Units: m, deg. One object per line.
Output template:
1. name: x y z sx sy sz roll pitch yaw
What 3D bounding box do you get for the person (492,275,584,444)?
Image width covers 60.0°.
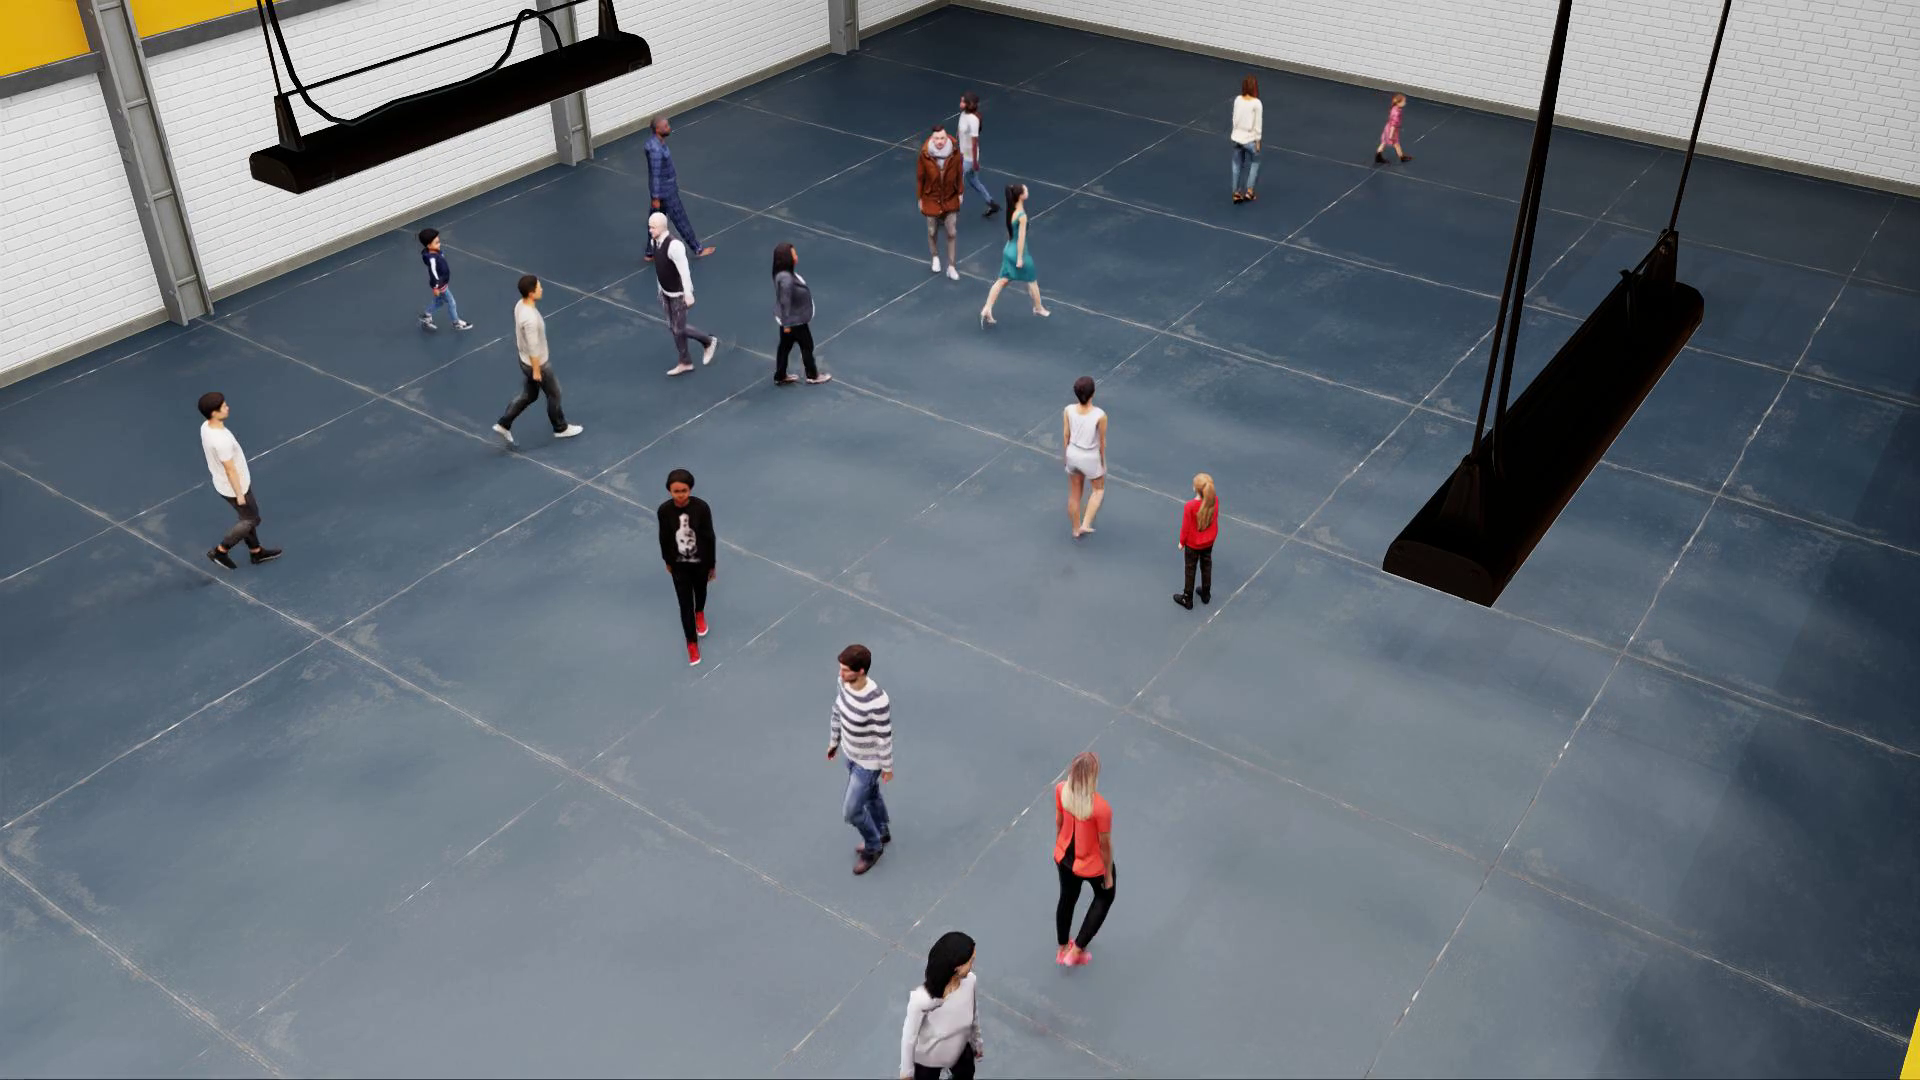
1. person: -4.205 -1.712 16.080 1.215 1.780 1.040 -17 37 -24

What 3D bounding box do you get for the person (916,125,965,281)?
1. person: -0.239 -4.004 19.498 0.989 1.813 1.055 -4 34 -6

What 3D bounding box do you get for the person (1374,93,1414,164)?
1. person: 5.834 -5.580 22.609 0.719 0.995 0.736 1 34 2

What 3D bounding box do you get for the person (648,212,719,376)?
1. person: -2.894 -2.587 17.380 0.957 1.798 0.879 -26 41 -33

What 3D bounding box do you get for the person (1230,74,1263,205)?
1. person: 3.607 -5.093 21.262 0.696 1.675 0.700 -28 43 -35

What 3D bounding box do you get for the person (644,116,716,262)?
1. person: -3.609 -4.123 19.703 1.189 1.786 1.128 -5 34 -8

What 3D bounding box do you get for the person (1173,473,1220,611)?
1. person: 2.006 -0.002 13.959 0.559 1.281 0.639 -14 36 -20

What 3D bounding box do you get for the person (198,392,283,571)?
1. person: -6.333 -0.481 14.294 0.935 1.707 0.792 -21 39 -28

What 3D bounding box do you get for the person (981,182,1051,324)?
1. person: 0.538 -3.102 18.301 1.126 1.637 0.917 -14 36 -20

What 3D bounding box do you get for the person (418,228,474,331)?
1. person: -5.786 -2.860 18.328 0.859 1.204 0.828 -3 34 -4

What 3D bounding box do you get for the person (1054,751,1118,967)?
1. person: 0.721 2.073 10.472 0.664 1.685 0.674 25 41 32

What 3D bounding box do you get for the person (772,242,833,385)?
1. person: -1.819 -2.294 17.140 0.986 1.577 0.912 -11 35 -16

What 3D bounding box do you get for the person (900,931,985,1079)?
1. person: -0.150 2.867 9.282 0.690 1.680 0.885 -11 35 -16

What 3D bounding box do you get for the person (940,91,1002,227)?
1. person: 0.179 -4.757 20.749 1.152 1.682 1.054 -7 34 -11

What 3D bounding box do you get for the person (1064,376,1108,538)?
1. person: 1.070 -0.683 14.694 0.618 1.601 0.597 16 37 22

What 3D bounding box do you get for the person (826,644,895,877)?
1. person: -0.573 1.425 11.312 0.810 1.835 0.770 -19 38 -26

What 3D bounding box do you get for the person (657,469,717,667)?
1. person: -2.172 0.130 13.445 1.028 1.629 1.093 -5 34 -8
